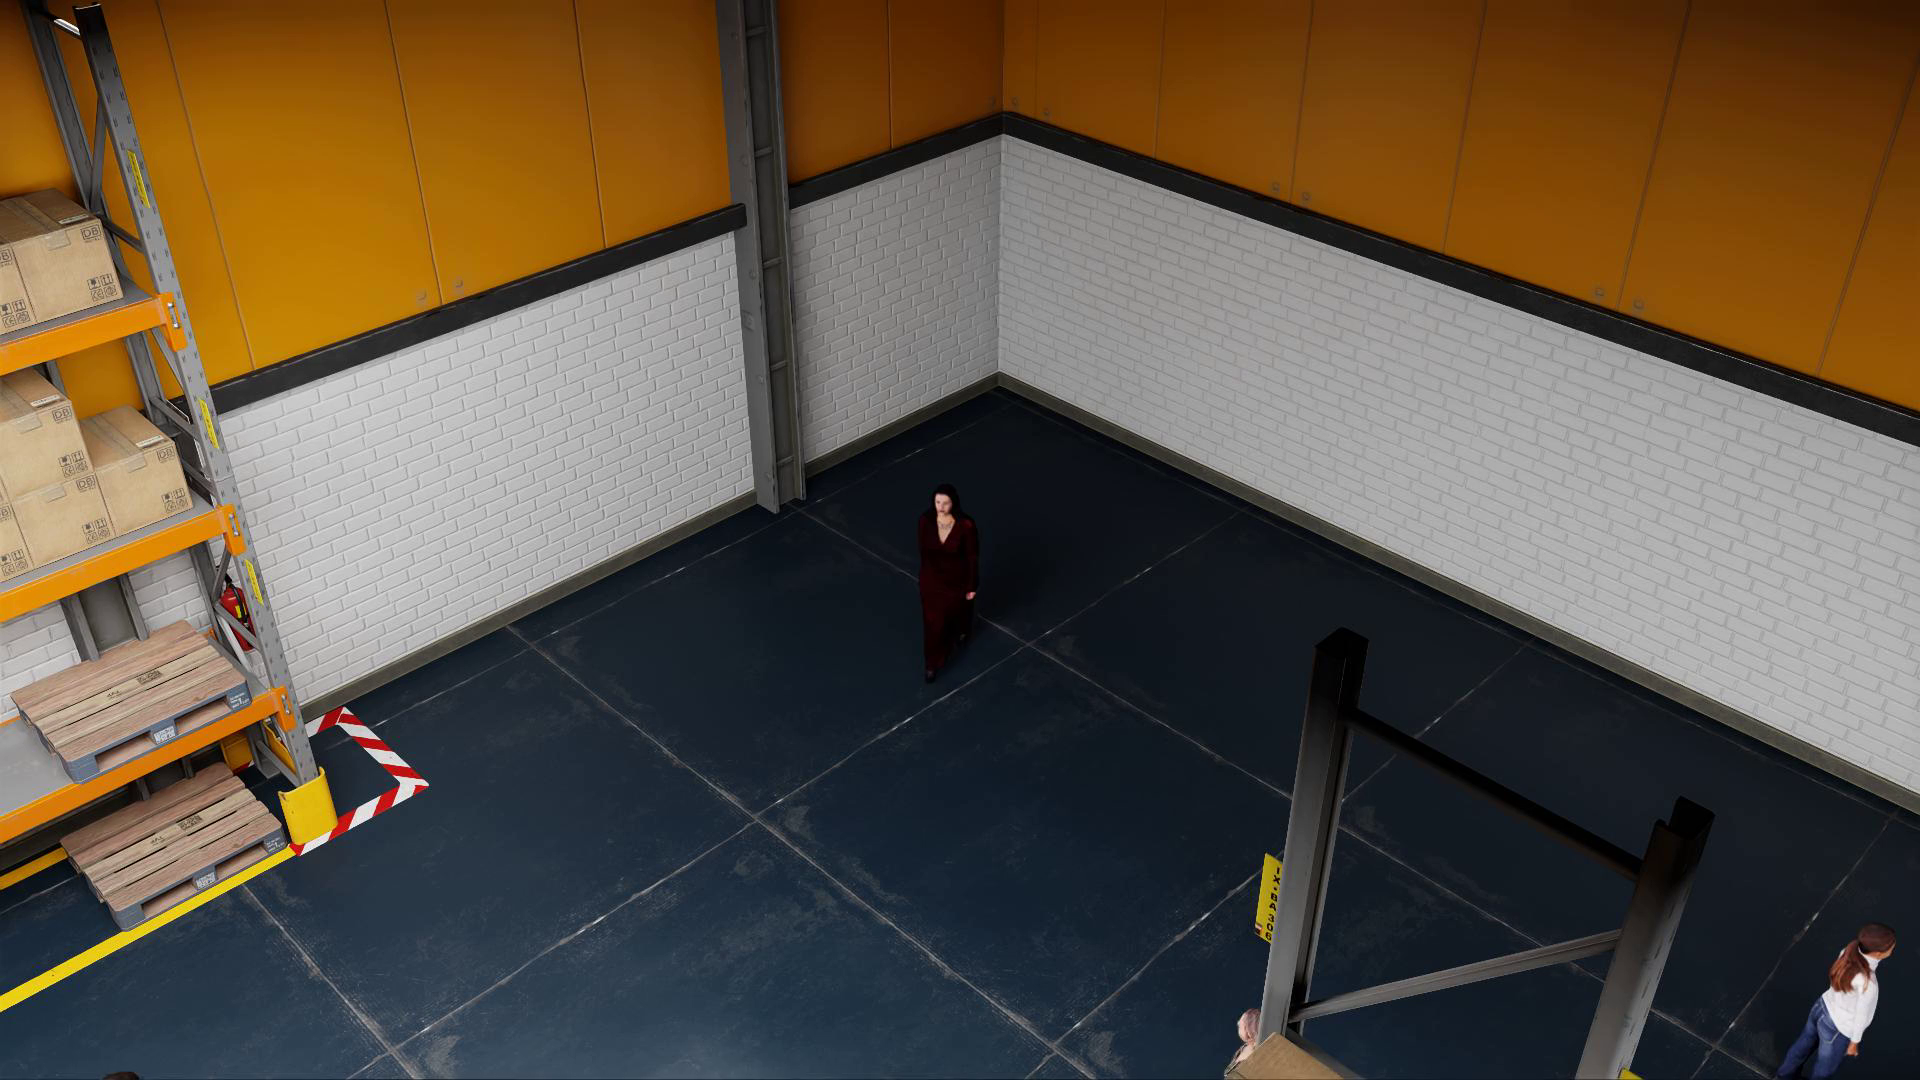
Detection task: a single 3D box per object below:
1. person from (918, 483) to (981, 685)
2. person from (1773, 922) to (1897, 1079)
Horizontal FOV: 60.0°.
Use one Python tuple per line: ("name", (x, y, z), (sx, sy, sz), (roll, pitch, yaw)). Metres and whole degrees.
("person", (-0.060, 0.265, 13.548), (1.026, 1.705, 1.182), (7, 34, 10))
("person", (5.159, 2.835, 9.818), (0.677, 1.553, 0.615), (1, 34, 1))
